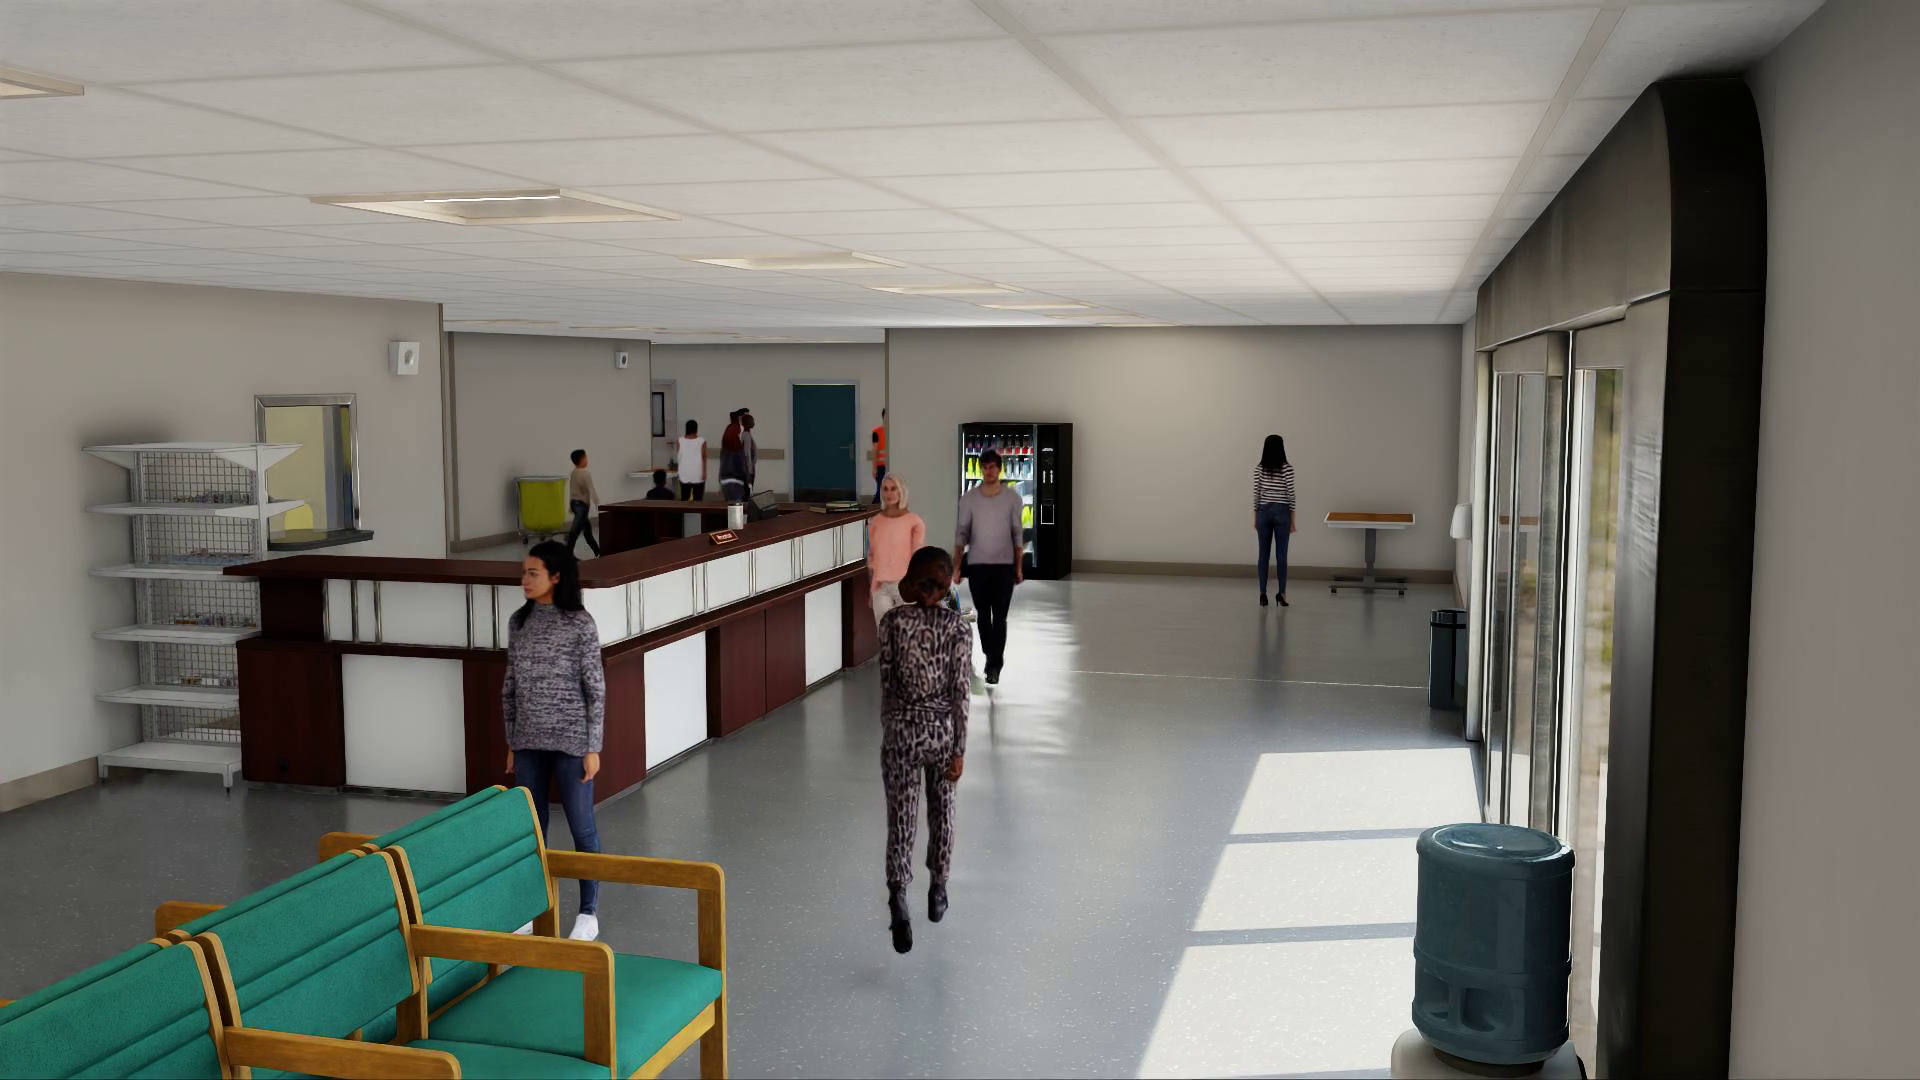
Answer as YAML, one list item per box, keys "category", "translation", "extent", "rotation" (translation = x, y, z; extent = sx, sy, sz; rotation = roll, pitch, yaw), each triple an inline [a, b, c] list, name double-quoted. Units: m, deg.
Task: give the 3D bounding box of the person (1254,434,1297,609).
- category: "person"
  translation: [3.252, -0.201, 17.258]
  extent: [0.497, 1.796, 0.687]
  rotation: [3, 6, 27]

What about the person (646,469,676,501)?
- category: "person"
  translation: [-3.646, -0.215, 20.184]
  extent: [0.863, 1.255, 0.750]
  rotation: [0, 6, -3]

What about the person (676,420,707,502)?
- category: "person"
  translation: [-4.355, -1.095, 26.851]
  extent: [0.811, 1.671, 0.788]
  rotation: [1, 6, 6]

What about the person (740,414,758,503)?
- category: "person"
  translation: [-3.430, -1.141, 26.802]
  extent: [0.664, 1.772, 0.685]
  rotation: [-1, 6, -9]

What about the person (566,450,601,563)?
- category: "person"
  translation: [-4.873, -0.396, 21.097]
  extent: [0.938, 1.432, 0.980]
  rotation: [-5, 8, -42]

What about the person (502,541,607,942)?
- category: "person"
  translation: [-1.732, 0.859, 7.121]
  extent: [0.467, 1.731, 0.673]
  rotation: [2, 6, 18]

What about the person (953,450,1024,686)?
- category: "person"
  translation: [0.249, 0.230, 13.077]
  extent: [1.162, 1.791, 0.844]
  rotation: [1, 6, 8]

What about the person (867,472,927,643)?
- category: "person"
  translation: [-0.441, 0.360, 12.161]
  extent: [0.759, 1.715, 0.678]
  rotation: [2, 6, 19]

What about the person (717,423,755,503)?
- category: "person"
  translation: [-3.045, -0.633, 21.824]
  extent: [0.862, 1.758, 0.868]
  rotation: [5, 7, 38]

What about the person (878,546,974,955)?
- category: "person"
  translation: [-0.178, 0.897, 7.010]
  extent: [1.107, 1.679, 0.766]
  rotation: [1, 6, 5]
